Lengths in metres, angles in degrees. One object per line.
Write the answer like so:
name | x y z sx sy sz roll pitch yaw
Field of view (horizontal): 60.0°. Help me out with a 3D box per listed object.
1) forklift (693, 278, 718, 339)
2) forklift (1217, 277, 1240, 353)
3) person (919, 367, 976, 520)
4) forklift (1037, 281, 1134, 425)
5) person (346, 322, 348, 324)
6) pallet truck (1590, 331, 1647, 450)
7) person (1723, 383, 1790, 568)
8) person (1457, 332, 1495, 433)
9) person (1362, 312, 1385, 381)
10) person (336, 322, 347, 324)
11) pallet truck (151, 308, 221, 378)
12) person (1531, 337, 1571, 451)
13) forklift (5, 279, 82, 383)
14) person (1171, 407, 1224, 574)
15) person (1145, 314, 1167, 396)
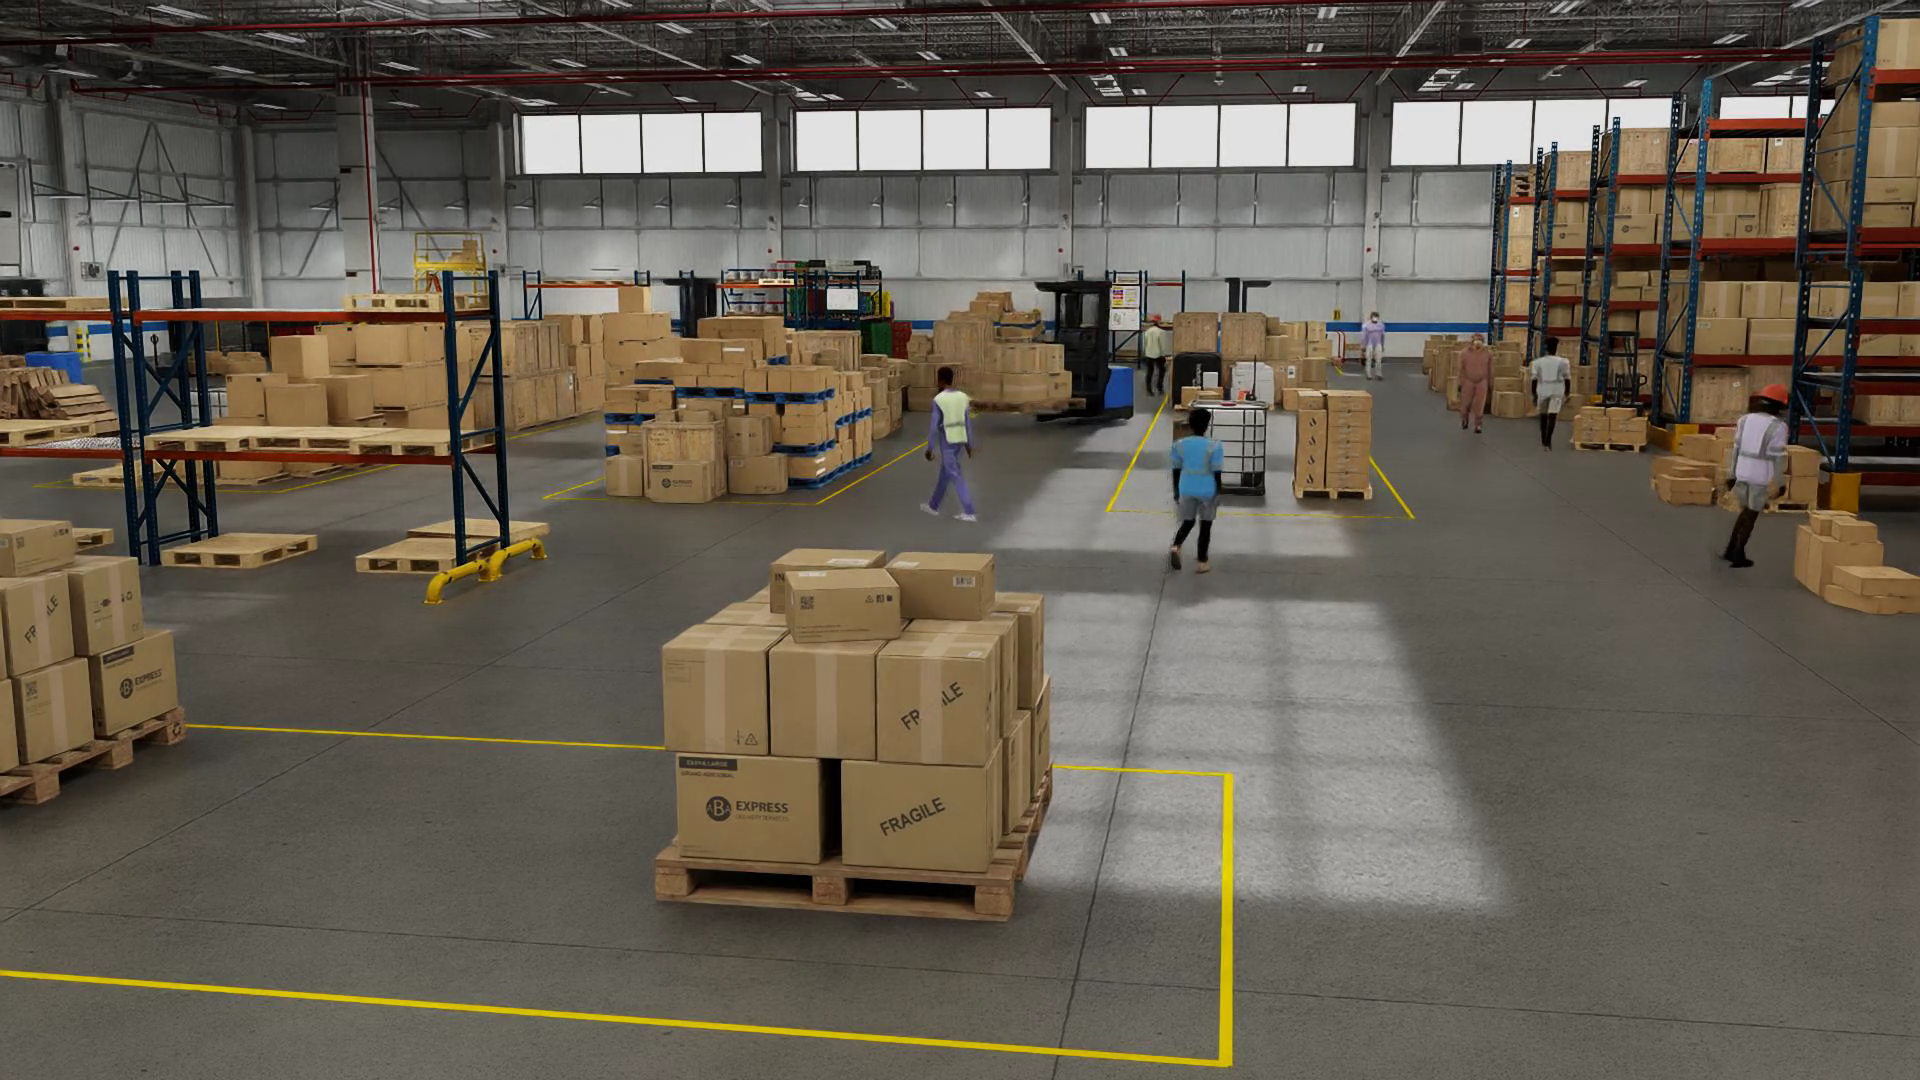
forklift | -6.855 -5.708 45.116 1.873 2.768 1.129 3 10 15
forklift | 7.926 -6.231 48.346 1.873 2.768 1.129 1 9 9
person | -0.152 -1.182 20.362 1.024 1.853 0.604 8 12 39
forklift | 2.552 -3.765 33.132 1.129 2.768 1.873 8 12 40
person | -18.727 -6.177 50.907 0.631 1.938 0.362 2 9 11
pallet truck | 11.253 -2.573 28.499 0.823 1.965 1.885 5 10 27
person | 8.122 -0.642 16.910 0.496 1.900 0.583 -4 10 -23
person | 9.664 -2.950 31.138 0.672 1.886 0.463 1 9 8
person | 11.380 -5.302 45.644 0.655 1.895 0.957 0 9 -3
person | -14.265 -4.156 38.480 0.650 1.923 0.653 0 9 0
pallet truck | -21.869 -5.598 47.154 0.823 1.965 1.885 4 10 26
person | 9.985 -2.470 28.142 0.606 1.921 1.016 5 11 30
forklift | -22.039 -4.784 39.416 1.873 2.768 1.129 1 9 9
person | 2.347 -0.475 16.534 0.540 1.683 0.493 6 11 32
person | 4.743 -4.450 40.115 0.664 1.975 0.729 9 13 44
